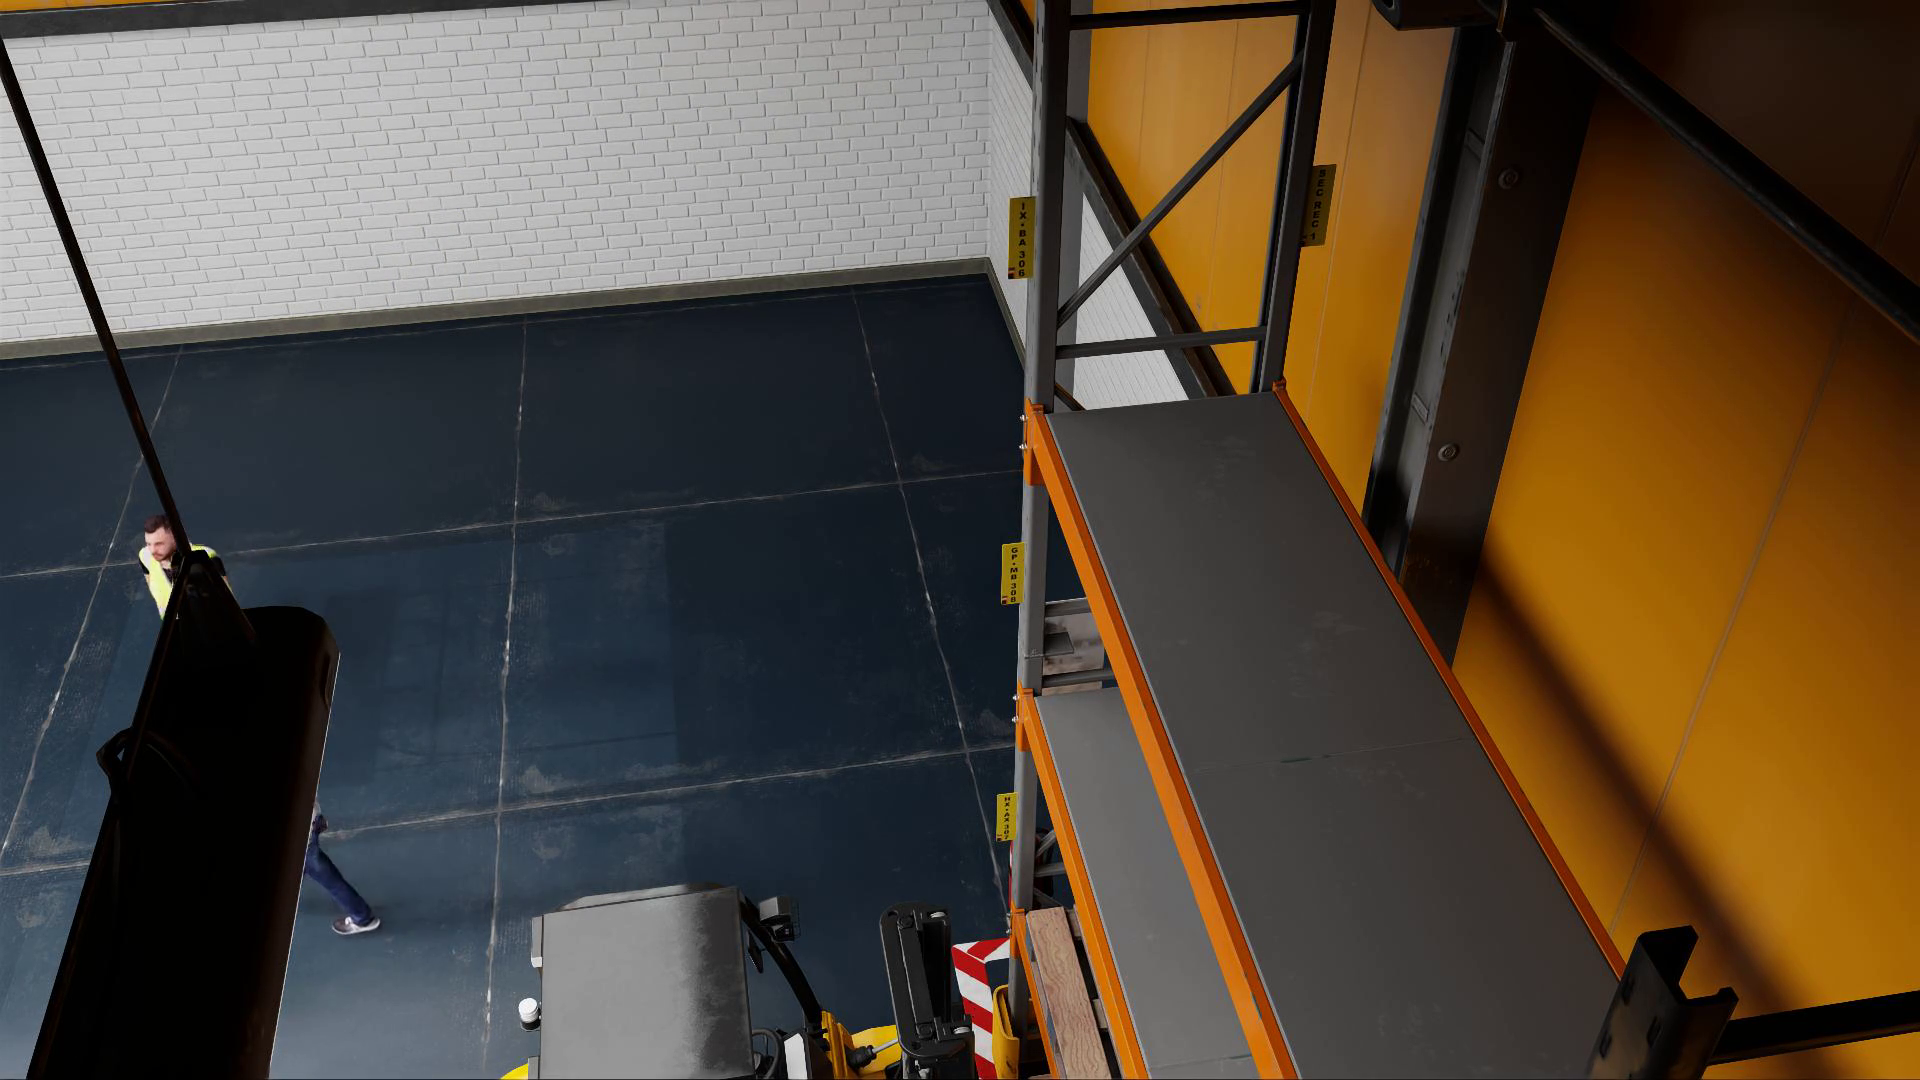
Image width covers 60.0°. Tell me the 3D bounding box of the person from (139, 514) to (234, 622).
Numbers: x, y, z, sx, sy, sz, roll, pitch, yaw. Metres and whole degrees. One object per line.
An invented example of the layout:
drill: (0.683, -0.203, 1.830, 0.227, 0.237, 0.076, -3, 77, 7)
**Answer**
person: (-4.770, 0.514, 10.546, 0.865, 1.809, 1.160, 1, 39, 2)
